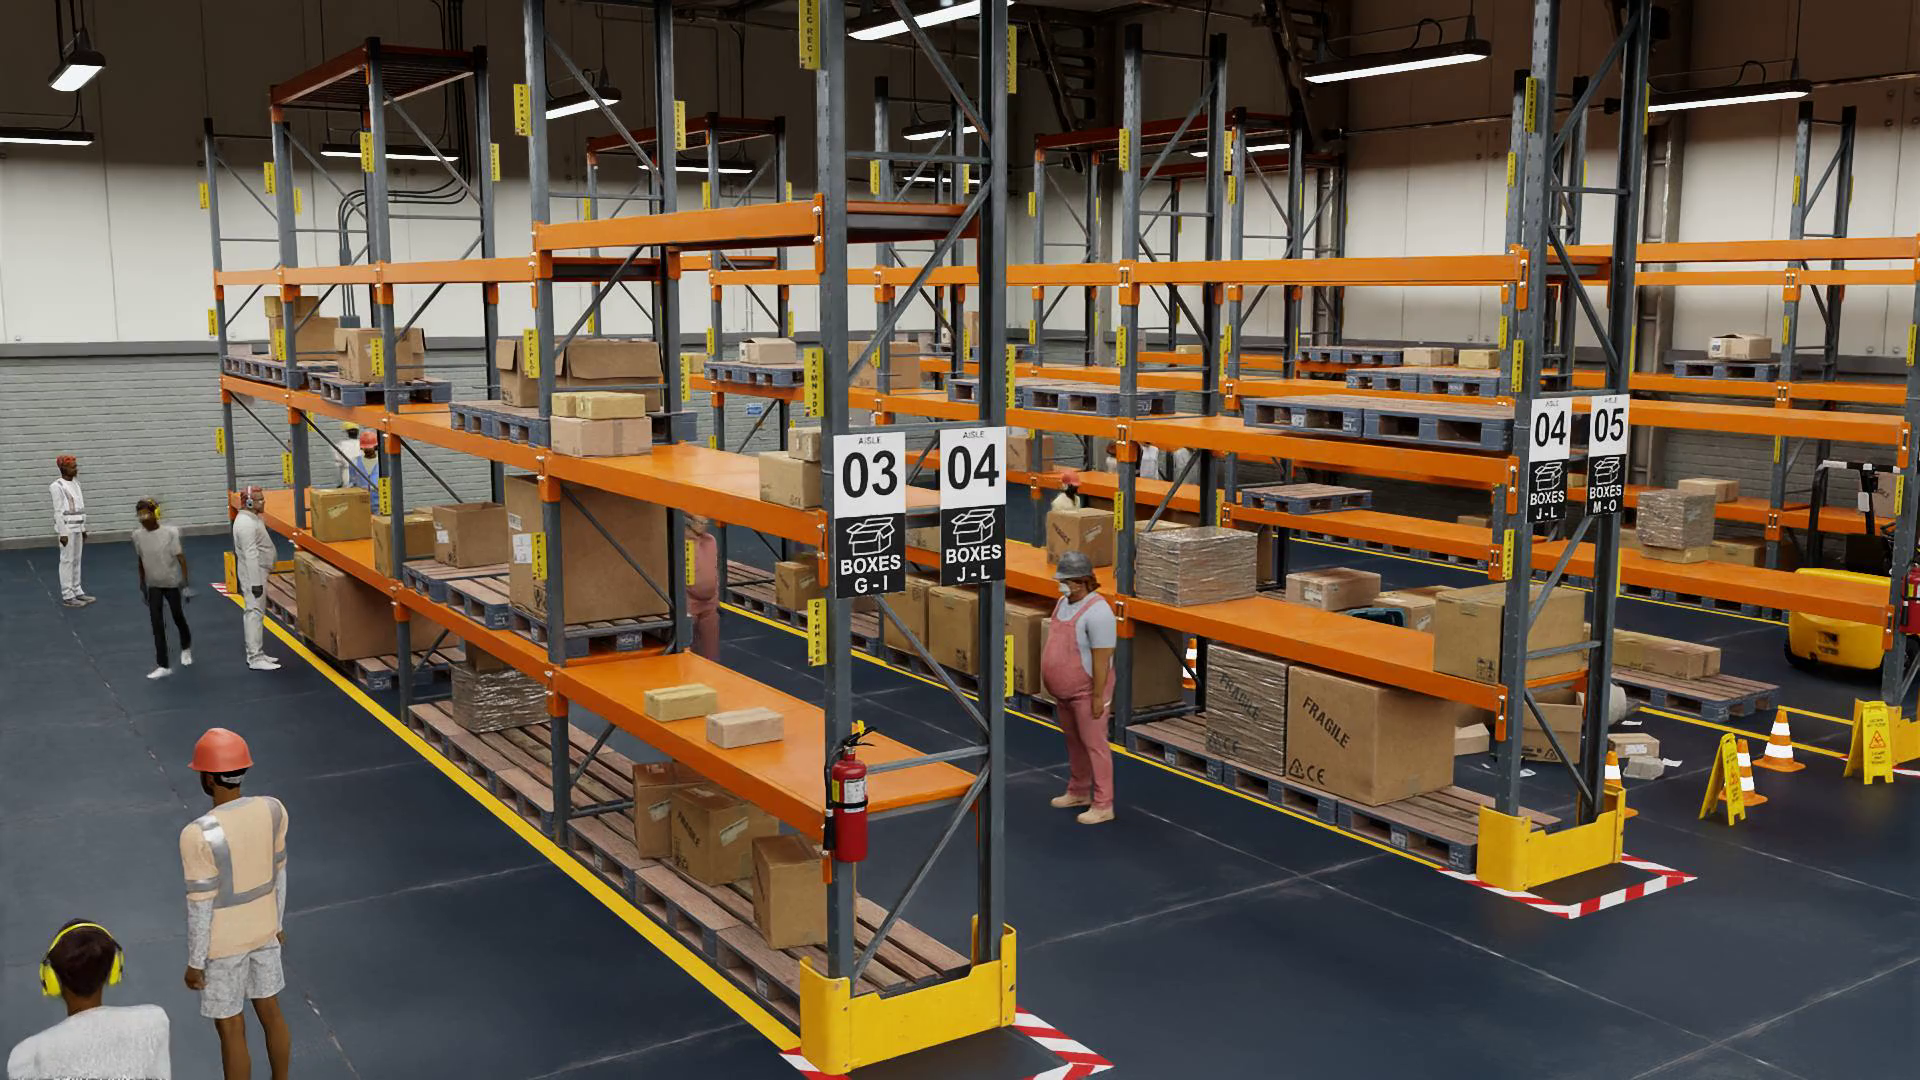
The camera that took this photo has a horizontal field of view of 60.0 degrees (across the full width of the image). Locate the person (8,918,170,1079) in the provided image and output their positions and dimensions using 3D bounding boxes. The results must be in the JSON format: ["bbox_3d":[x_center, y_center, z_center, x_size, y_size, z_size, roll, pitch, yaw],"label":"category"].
[{"bbox_3d":[-2.860,2.168,5.532,0.349,1.869,0.536,8,11,42],"label":"person"}]

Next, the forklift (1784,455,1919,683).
[{"bbox_3d":[9.643,0.253,17.172,2.313,2.155,1.214,-6,10,-33],"label":"forklift"}]

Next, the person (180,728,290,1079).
[{"bbox_3d":[-3.333,1.812,7.638,0.354,1.939,0.544,4,9,23],"label":"person"}]

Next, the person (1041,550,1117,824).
[{"bbox_3d":[0.860,1.059,12.313,0.536,2.000,0.702,-4,9,-24],"label":"person"}]

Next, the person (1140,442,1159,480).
[{"bbox_3d":[2.957,-0.932,26.481,0.525,1.769,0.309,-6,10,-33],"label":"person"}]

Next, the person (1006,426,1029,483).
[{"bbox_3d":[1.215,-2.035,33.860,0.562,1.753,0.327,2,9,15],"label":"person"}]

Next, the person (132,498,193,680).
[{"bbox_3d":[-8.133,0.460,17.060,0.586,1.846,0.839,0,9,-2],"label":"person"}]

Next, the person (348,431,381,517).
[{"bbox_3d":[-7.943,-0.463,22.472,0.605,2.034,0.388,-1,9,-10],"label":"person"}]

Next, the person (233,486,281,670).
[{"bbox_3d":[-7.279,0.388,17.225,0.409,1.907,0.648,-4,9,-25],"label":"person"}]

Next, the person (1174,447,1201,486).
[{"bbox_3d":[3.657,-0.905,26.514,0.551,1.696,0.878,-5,10,-32],"label":"person"}]

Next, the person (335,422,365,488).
[{"bbox_3d":[-9.537,-0.959,26.267,0.589,1.886,0.927,-3,9,-19],"label":"person"}]

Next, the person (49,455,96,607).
[{"bbox_3d":[-11.037,-0.116,20.662,0.355,1.882,0.575,-1,9,-5],"label":"person"}]

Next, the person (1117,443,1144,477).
[{"bbox_3d":[2.456,-0.769,24.472,0.379,2.045,0.605,5,10,31],"label":"person"}]
